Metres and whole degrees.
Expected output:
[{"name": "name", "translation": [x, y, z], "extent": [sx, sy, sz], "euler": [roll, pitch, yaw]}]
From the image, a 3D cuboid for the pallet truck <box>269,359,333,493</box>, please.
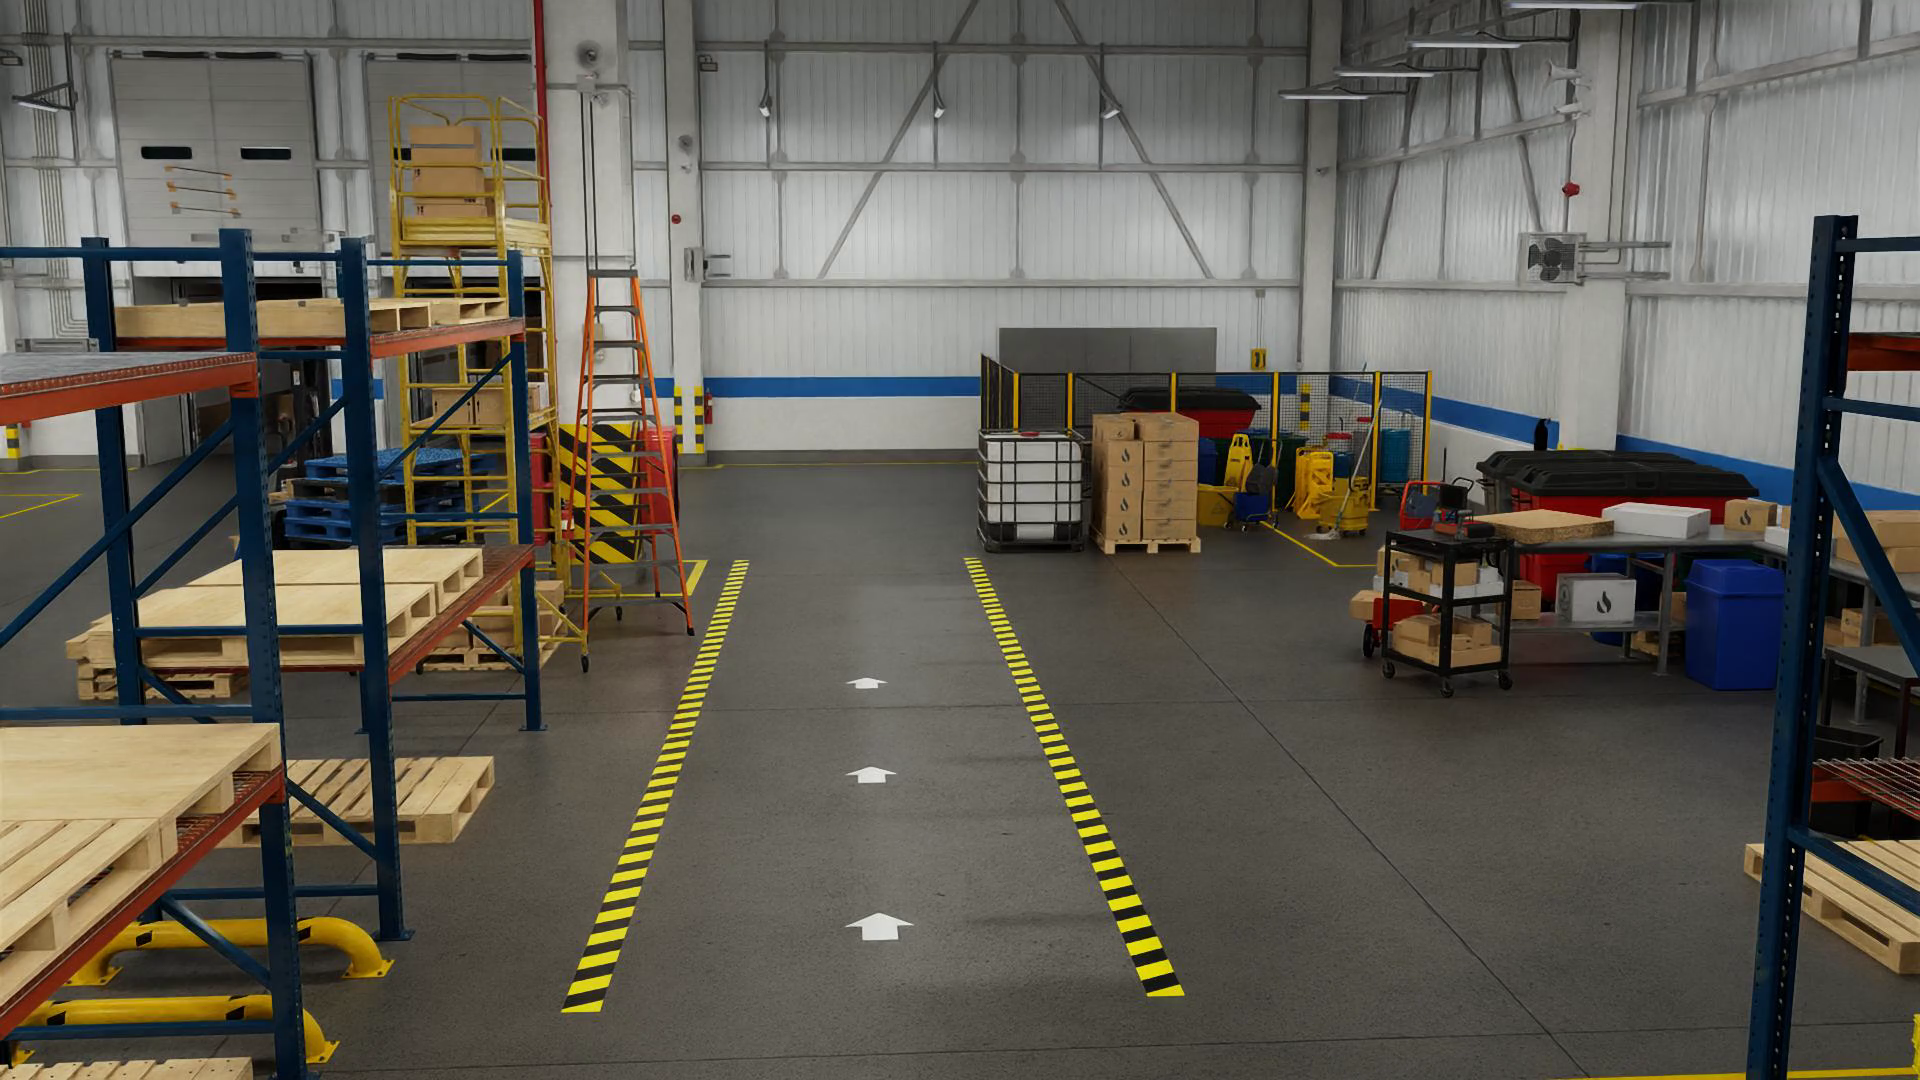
[{"name": "pallet truck", "translation": [-7.062, -1.131, 18.996], "extent": [1.885, 1.965, 0.823], "euler": [2, 9, 13]}]
